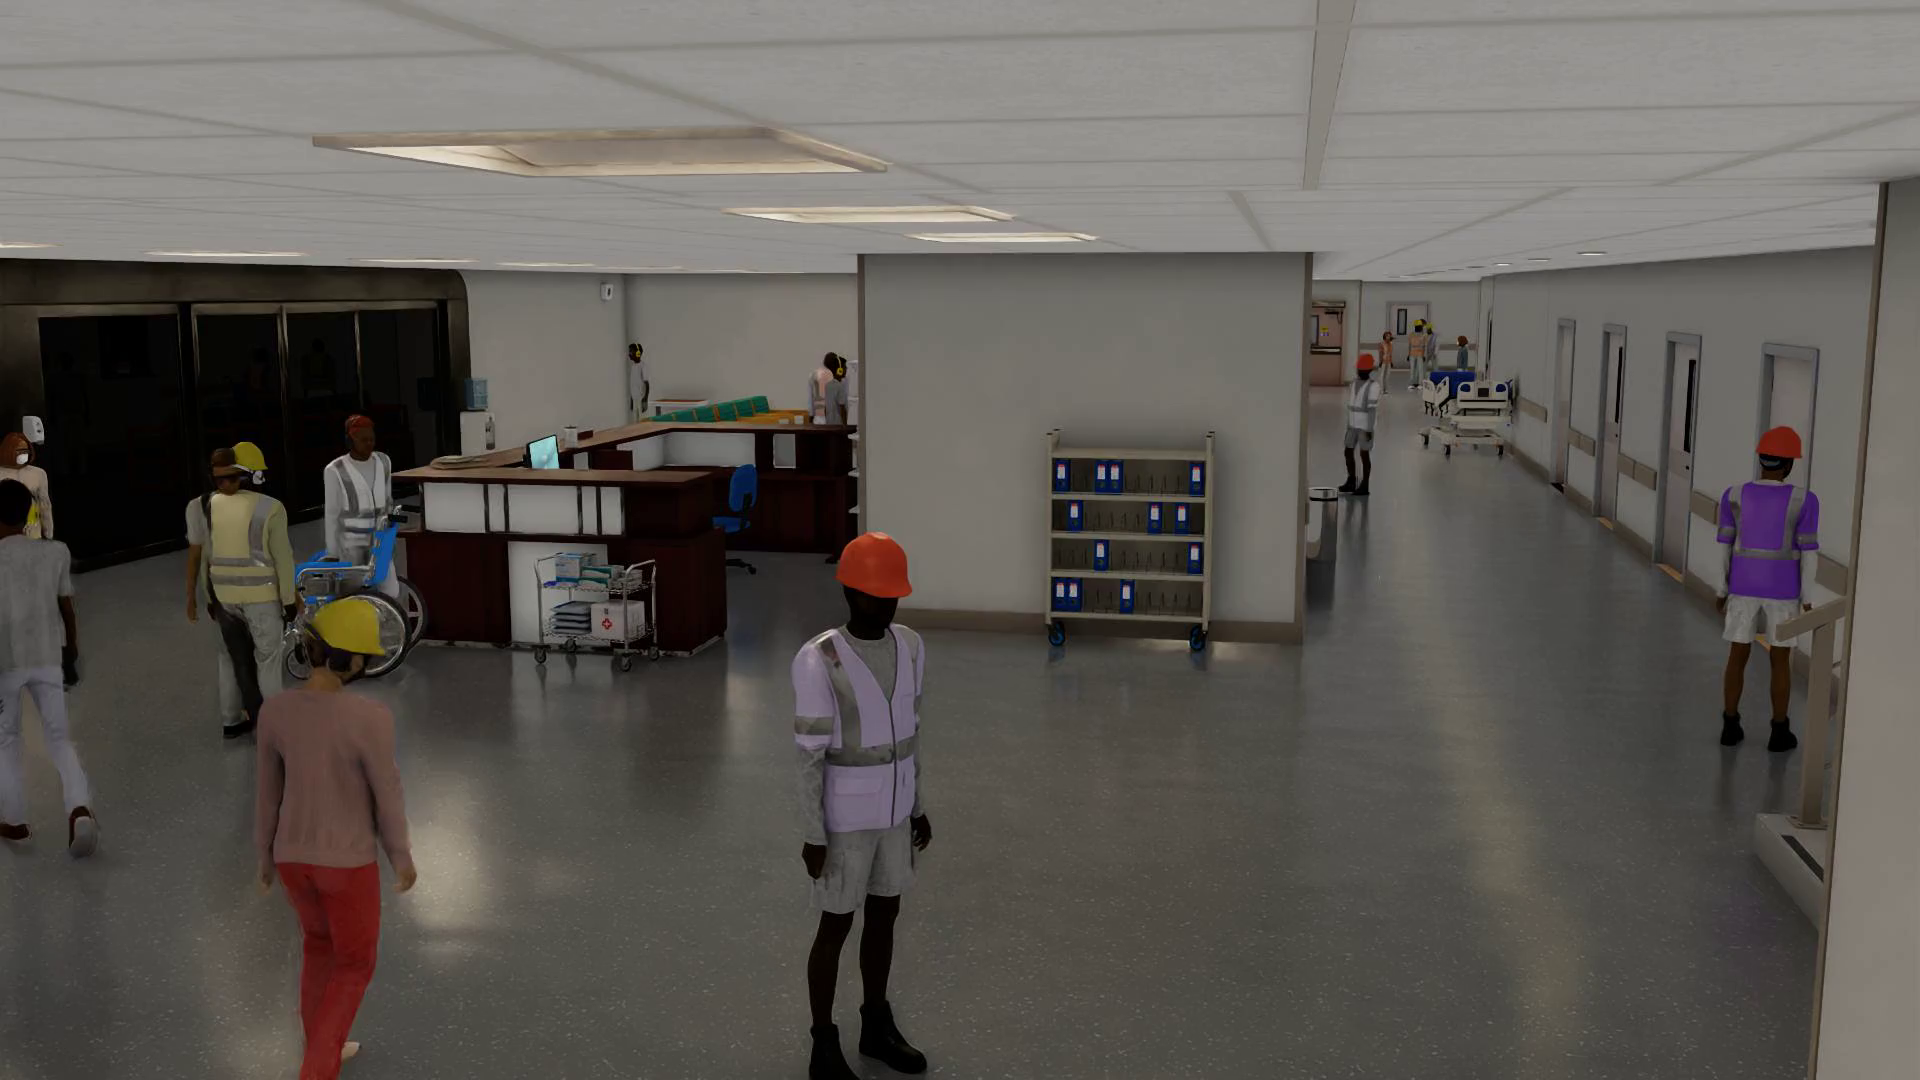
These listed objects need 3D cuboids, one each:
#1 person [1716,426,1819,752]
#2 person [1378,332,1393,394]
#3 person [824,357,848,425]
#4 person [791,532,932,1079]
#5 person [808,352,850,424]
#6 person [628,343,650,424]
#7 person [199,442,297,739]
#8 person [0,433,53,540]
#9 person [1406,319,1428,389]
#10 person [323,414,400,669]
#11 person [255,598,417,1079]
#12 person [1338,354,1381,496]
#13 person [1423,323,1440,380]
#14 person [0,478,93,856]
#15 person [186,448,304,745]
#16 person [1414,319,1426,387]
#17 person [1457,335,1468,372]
[{"bbox_3d":[4.808,0.287,9.920,0.551,1.934,0.375,7,11,39],"label":"person"},{"bbox_3d":[11.159,-4.642,43.611,0.523,1.638,0.310,-6,11,-36],"label":"person"},{"bbox_3d":[-1.576,-1.439,21.602,0.328,1.872,0.514,-6,10,-33],"label":"person"},{"bbox_3d":[-0.303,0.926,5.683,0.551,1.932,0.377,-8,12,-44],"label":"person"},{"bbox_3d":[-1.936,-1.873,24.635,0.637,1.820,0.528,1,9,4],"label":"person"},{"bbox_3d":[-5.235,-2.270,27.110,0.309,1.868,0.535,-6,11,-35],"label":"person"},{"bbox_3d":[-4.309,0.318,10.106,0.598,1.824,0.403,1,9,10],"label":"person"},{"bbox_3d":[-7.393,-0.033,13.092,0.285,1.627,0.504,6,10,34],"label":"person"},{"bbox_3d":[12.551,-5.096,45.671,0.587,1.927,0.364,8,12,42],"label":"person"},{"bbox_3d":[-4.304,0.019,11.952,0.471,1.862,0.606,5,10,30],"label":"person"},{"bbox_3d":[-2.120,1.057,5.493,0.528,1.729,0.675,3,9,21],"label":"person"},{"bbox_3d":[5.319,-1.521,22.038,0.453,1.902,0.591,-5,10,-29],"label":"person"},{"bbox_3d":[13.601,-5.389,48.131,0.588,1.777,0.981,8,11,41],"label":"person"},{"bbox_3d":[-4.505,0.617,8.062,0.517,1.837,0.817,-8,12,-42],"label":"person"},{"bbox_3d":[-4.337,0.332,10.101,0.611,1.807,0.800,-6,10,-33],"label":"person"},{"bbox_3d":[12.885,-5.239,46.643,0.386,1.927,0.636,4,9,25],"label":"person"},{"bbox_3d":[12.124,-4.123,40.183,0.269,1.632,0.504,0,9,0],"label":"person"}]
